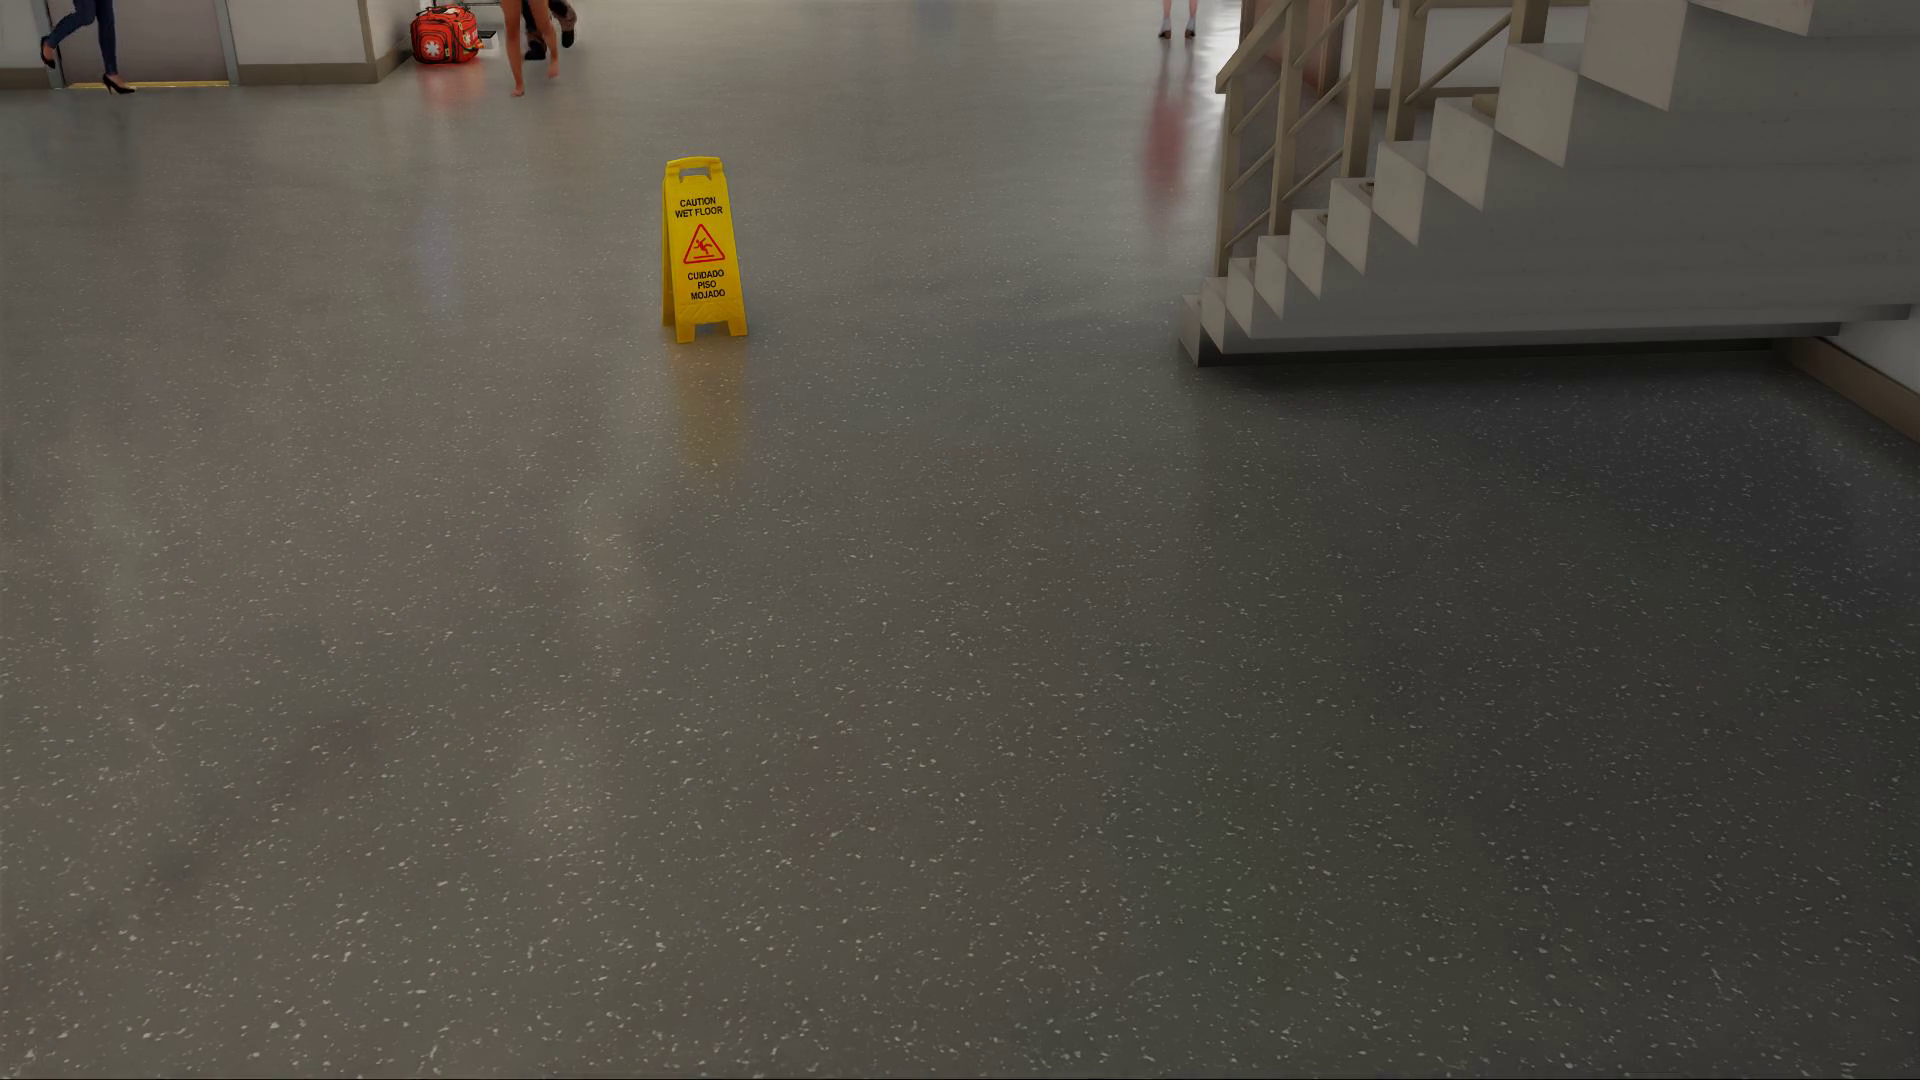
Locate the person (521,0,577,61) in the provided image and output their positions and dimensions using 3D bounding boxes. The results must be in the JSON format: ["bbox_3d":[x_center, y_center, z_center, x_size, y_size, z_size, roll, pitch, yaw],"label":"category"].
[{"bbox_3d":[-3.465,-4.877,13.610,0.838,1.827,0.982,3,26,7],"label":"person"}]

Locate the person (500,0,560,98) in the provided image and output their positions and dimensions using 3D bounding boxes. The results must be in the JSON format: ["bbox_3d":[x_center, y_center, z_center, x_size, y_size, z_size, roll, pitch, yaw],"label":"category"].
[{"bbox_3d":[-3.212,-4.180,12.309,0.650,1.702,1.102,0,26,0],"label":"person"}]

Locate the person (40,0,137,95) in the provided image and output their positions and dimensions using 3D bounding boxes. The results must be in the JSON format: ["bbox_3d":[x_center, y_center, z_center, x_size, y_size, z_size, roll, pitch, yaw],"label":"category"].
[{"bbox_3d":[-6.518,-4.164,12.188,0.758,1.778,0.914,3,26,5],"label":"person"}]

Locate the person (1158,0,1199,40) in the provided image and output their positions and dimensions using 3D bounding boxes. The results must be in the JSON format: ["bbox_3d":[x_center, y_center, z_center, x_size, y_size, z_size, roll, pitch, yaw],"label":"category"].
[{"bbox_3d":[1.947,-5.370,14.635,0.612,1.826,0.521,-1,26,-1],"label":"person"}]
